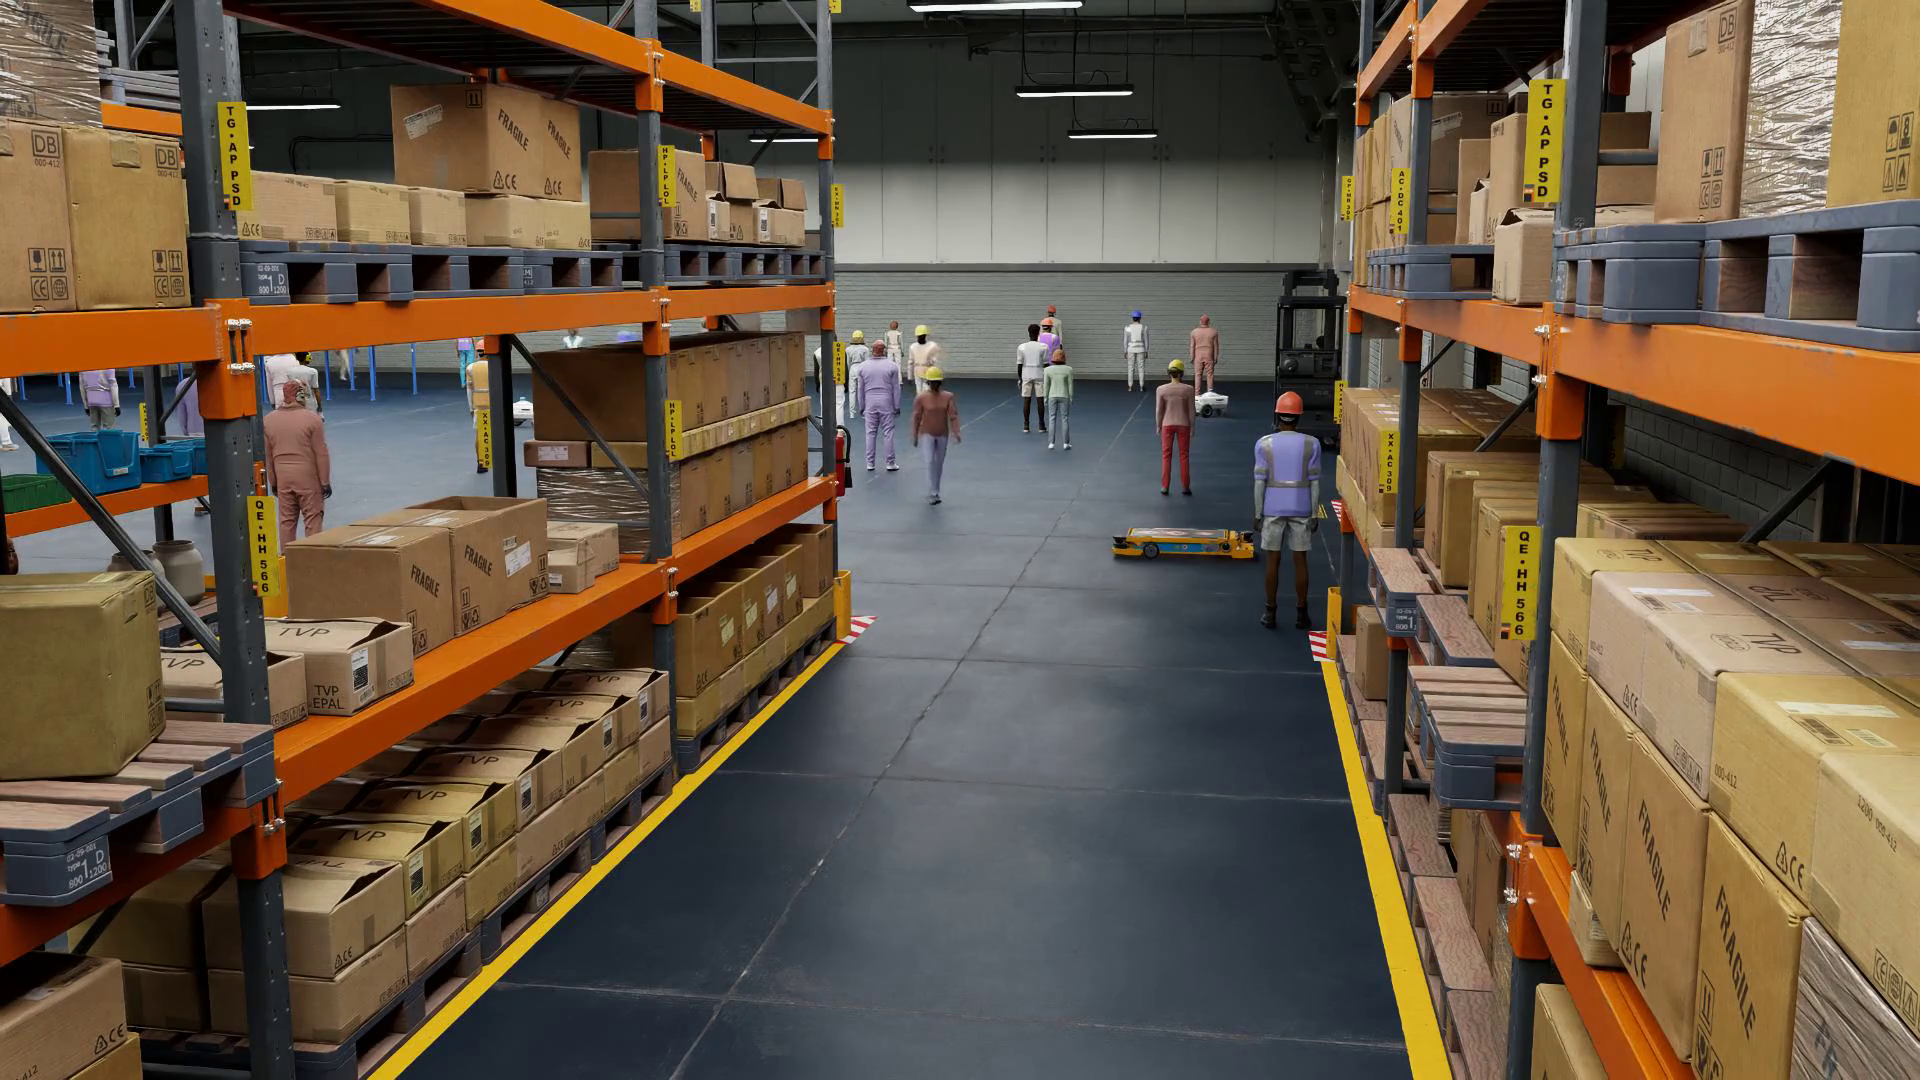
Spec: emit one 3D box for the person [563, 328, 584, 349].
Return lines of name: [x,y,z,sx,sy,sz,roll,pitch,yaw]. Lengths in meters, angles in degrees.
person: [-9.286,-4.366,40.052,0.521,1.621,0.428,0,9,2]

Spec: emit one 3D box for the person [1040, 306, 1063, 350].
person: [2.420,-5.189,43.959,0.609,1.996,0.378,2,9,10]

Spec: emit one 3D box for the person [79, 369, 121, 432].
person: [-12.747,-2.032,24.696,0.584,1.928,0.372,2,9,10]

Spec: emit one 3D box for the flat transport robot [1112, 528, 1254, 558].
flat transport robot: [2.319,0.022,17.257,1.431,0.197,0.652,1,9,9]

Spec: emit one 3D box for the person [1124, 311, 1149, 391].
person: [4.288,-4.587,40.424,0.602,1.938,0.401,2,9,10]

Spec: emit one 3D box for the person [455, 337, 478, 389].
person: [-12.260,-4.680,41.308,0.563,1.837,0.388,2,9,10]

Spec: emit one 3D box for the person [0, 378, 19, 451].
person: [-15.729,-2.401,27.113,0.572,1.883,0.353,2,9,10]

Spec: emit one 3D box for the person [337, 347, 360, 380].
person: [-16.266,-5.033,44.209,0.850,1.590,0.526,5,10,26]

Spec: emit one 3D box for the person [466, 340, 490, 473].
person: [-6.866,-1.942,24.142,0.542,1.928,0.374,2,9,10]

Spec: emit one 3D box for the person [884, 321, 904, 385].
person: [-1.678,-4.783,42.545,0.512,1.642,0.311,2,9,10]

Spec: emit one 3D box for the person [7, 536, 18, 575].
person: [-4.844,0.754,8.416,0.498,1.634,0.278,2,9,10]

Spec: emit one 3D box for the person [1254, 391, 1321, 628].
person: [2.682,-0.248,13.658,0.542,1.939,0.363,2,9,10]

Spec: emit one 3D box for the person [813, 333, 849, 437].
person: [-2.257,-2.748,29.375,0.619,1.845,0.430,2,9,10]

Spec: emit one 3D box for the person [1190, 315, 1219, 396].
person: [5.549,-4.141,37.767,0.636,1.911,0.406,2,9,10]

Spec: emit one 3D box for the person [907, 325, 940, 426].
person: [-0.718,-3.095,31.310,0.627,1.904,0.554,4,10,25]

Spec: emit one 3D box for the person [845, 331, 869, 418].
person: [-2.018,-3.278,32.973,0.483,1.736,0.311,2,9,10]

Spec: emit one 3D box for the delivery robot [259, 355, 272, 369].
delivery robot: [-19.795,-5.084,47.585,0.707,0.478,0.477,1,9,9]

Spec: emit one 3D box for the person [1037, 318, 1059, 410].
person: [1.827,-3.691,34.927,0.542,1.928,0.374,2,9,10]

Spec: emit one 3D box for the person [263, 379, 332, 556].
person: [-6.227,-0.562,15.719,0.636,1.902,0.406,2,9,10]

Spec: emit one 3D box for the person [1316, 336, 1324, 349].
person: [6.827,-3.017,31.481,0.529,1.697,0.321,2,9,10]

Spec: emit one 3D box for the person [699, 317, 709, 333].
person: [-5.578,-4.125,37.429,1.046,2.004,0.604,-4,10,-23]

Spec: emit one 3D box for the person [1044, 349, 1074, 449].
person: [1.625,-2.319,27.368,0.498,1.634,0.278,2,9,10]

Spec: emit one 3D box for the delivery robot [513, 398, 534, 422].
delivery robot: [-8.199,-2.431,31.221,0.707,0.478,0.477,1,9,9]

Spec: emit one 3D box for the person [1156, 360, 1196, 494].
person: [2.826,-1.476,21.791,0.523,1.760,0.327,2,9,10]

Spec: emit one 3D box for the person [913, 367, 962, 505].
person: [-0.282,-1.287,20.741,0.537,1.722,0.906,-3,10,-18]

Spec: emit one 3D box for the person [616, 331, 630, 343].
person: [-5.655,-2.532,27.806,0.628,1.911,0.786,5,10,26]

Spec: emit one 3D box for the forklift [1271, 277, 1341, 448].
forklift: [5.847,-3.016,27.970,1.129,2.768,1.873,1,9,9]

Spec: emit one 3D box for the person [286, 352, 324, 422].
person: [-9.271,-1.825,23.597,0.518,1.874,0.326,2,9,10]

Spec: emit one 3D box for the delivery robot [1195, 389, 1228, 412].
delivery robot: [5.035,-2.797,33.478,0.707,0.478,0.477,-5,10,-27]

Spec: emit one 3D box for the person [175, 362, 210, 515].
person: [-9.036,-1.264,19.924,0.627,1.940,0.370,2,9,10]

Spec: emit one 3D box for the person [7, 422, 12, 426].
person: [-18.215,-3.086,31.242,0.587,1.914,0.390,2,9,10]

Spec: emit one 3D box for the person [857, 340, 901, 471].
person: [-1.171,-1.970,24.373,0.636,1.911,0.406,2,9,10]

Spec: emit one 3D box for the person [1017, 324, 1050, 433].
person: [1.338,-2.929,30.132,0.600,1.958,0.378,2,9,10]

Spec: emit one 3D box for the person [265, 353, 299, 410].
person: [-10.231,-2.133,25.406,0.636,1.902,0.406,2,9,10]
